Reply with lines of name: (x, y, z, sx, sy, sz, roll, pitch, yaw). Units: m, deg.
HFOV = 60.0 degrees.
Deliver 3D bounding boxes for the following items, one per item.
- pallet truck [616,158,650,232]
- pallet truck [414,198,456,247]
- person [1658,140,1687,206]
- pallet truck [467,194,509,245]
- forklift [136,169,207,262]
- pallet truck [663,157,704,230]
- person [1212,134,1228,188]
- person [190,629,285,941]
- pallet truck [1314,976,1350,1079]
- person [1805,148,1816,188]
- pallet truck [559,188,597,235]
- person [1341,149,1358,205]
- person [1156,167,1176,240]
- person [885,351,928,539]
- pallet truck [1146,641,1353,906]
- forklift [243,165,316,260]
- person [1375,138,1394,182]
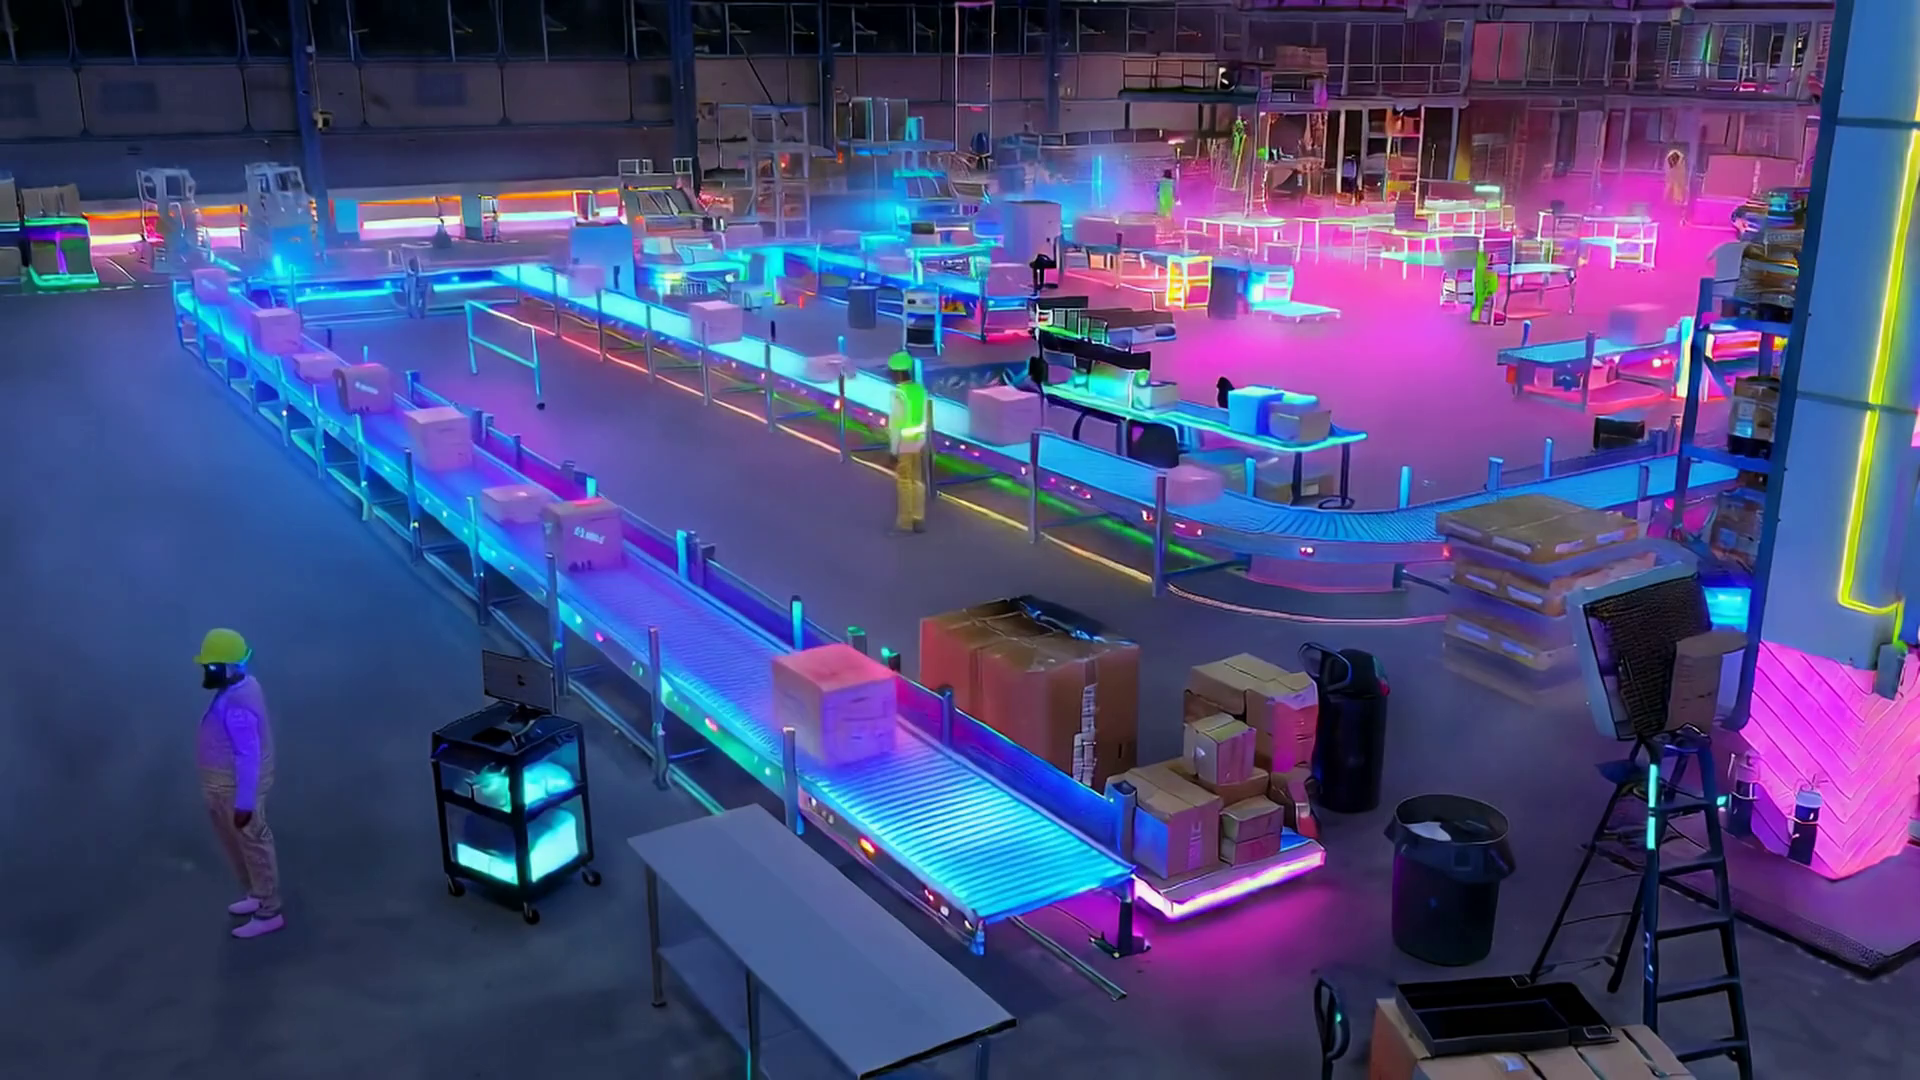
pallet truck: (-8.918, -9.176, 44.255, 0.823, 1.965, 1.885, -9, 19, -27)
pallet truck: (-13.250, -8.060, 41.856, 0.680, 1.201, 1.601, -10, 20, -31)
person: (22.189, -11.400, 51.579, 0.684, 2.000, 0.955, -3, 17, -11)
pallet truck: (-11.983, -8.177, 42.137, 0.704, 1.261, 1.522, -11, 20, -33)
forklift: (-17.842, -7.318, 37.559, 1.157, 1.987, 2.680, -10, 20, -31)
pallet truck: (-7.586, -9.308, 44.692, 0.823, 1.965, 1.885, -11, 20, -33)
person: (9.070, -13.247, 58.084, 0.596, 1.837, 0.980, 4, 17, 12)
person: (-4.092, 1.369, 9.444, 0.404, 1.833, 0.600, -7, 18, -23)
pallet truck: (2.299, 2.390, 7.086, 1.601, 1.201, 0.680, -2, 17, -7)
person: (25.176, -10.596, 49.081, 0.550, 1.935, 0.376, -13, 21, -37)
pallet truck: (-10.010, -8.652, 43.699, 0.653, 1.274, 1.630, -10, 20, -31)
person: (11.958, -11.103, 51.078, 0.529, 1.761, 0.334, 11, 20, 31)
person: (5.322, -8.725, 43.054, 0.516, 1.831, 0.933, 3, 17, 10)
person: (-0.552, -0.968, 17.044, 0.401, 1.952, 0.636, 9, 19, 27)
pallet truck: (1.664, 1.407, 10.232, 1.630, 1.274, 0.653, -10, 20, -31)
forklift: (-15.898, -7.669, 38.708, 1.157, 1.987, 2.680, -11, 20, -33)
person: (15.413, -13.943, 60.307, 0.603, 1.897, 0.904, -11, 20, -31)
